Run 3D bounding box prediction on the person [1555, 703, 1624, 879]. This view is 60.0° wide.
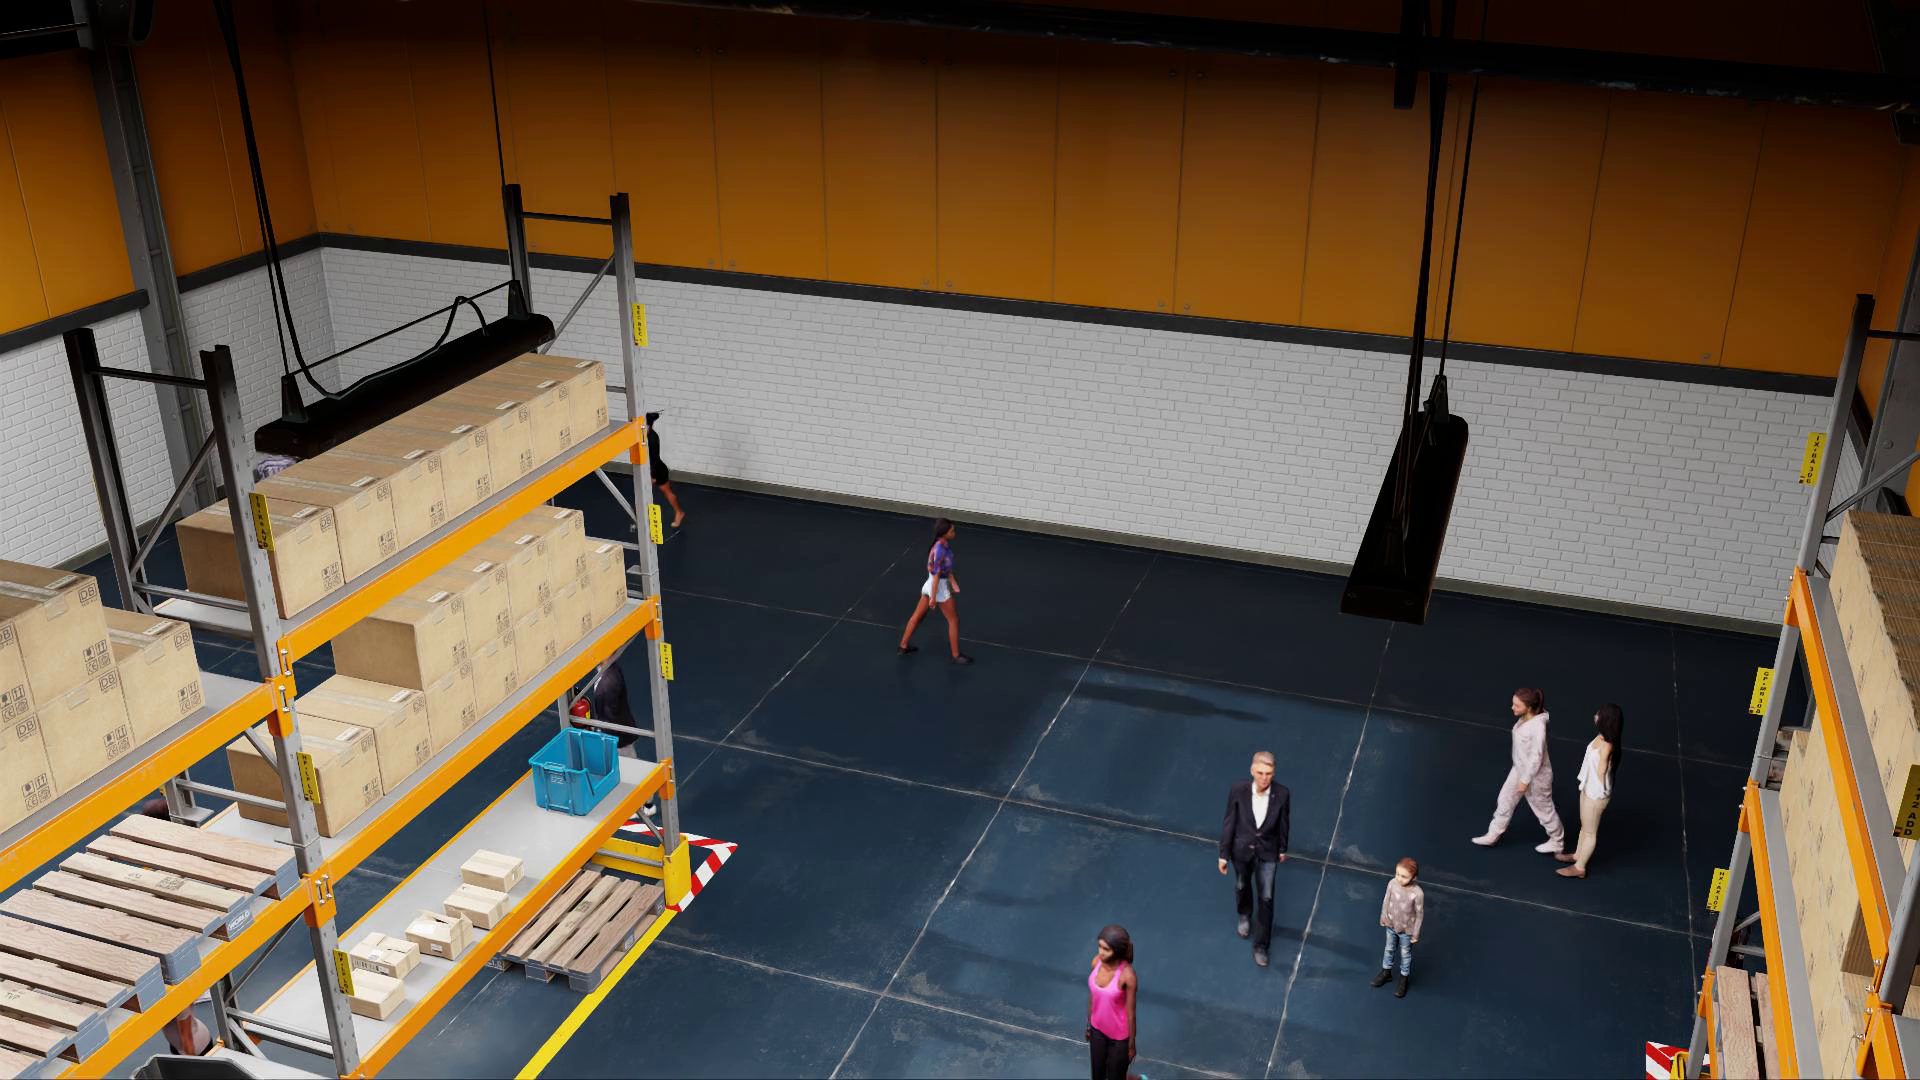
[{"bbox_3d":[5.471,2.142,14.280,0.622,1.655,0.563,-6,24,-13],"label":"person"}]

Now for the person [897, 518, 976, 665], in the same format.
[{"bbox_3d":[-0.324,0.567,17.846,0.965,1.684,1.090,-3,24,-7],"label":"person"}]

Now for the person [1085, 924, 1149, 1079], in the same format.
[{"bbox_3d":[1.102,3.353,11.441,0.913,1.710,0.767,-21,31,-40],"label":"person"}]

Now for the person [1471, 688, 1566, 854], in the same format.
[{"bbox_3d":[5.078,2.036,14.545,0.990,1.637,1.078,-1,24,-2],"label":"person"}]

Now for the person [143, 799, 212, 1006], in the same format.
[{"bbox_3d":[-6.021,2.747,12.762,0.711,1.762,0.728,-21,31,-39],"label":"person"}]

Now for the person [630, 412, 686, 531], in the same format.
[{"bbox_3d":[-3.813,-0.870,21.242,1.022,1.598,0.933,-10,25,-21],"label":"person"}]

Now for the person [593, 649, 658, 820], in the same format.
[{"bbox_3d":[-3.002,1.681,15.002,1.177,1.920,1.132,-9,25,-20],"label":"person"}]

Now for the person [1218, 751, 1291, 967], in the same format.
[{"bbox_3d":[2.377,2.437,13.440,0.772,1.786,1.065,5,24,12],"label":"person"}]

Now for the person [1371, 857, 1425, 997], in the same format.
[{"bbox_3d":[3.439,2.981,12.935,0.544,1.194,0.559,20,31,38],"label":"person"}]
